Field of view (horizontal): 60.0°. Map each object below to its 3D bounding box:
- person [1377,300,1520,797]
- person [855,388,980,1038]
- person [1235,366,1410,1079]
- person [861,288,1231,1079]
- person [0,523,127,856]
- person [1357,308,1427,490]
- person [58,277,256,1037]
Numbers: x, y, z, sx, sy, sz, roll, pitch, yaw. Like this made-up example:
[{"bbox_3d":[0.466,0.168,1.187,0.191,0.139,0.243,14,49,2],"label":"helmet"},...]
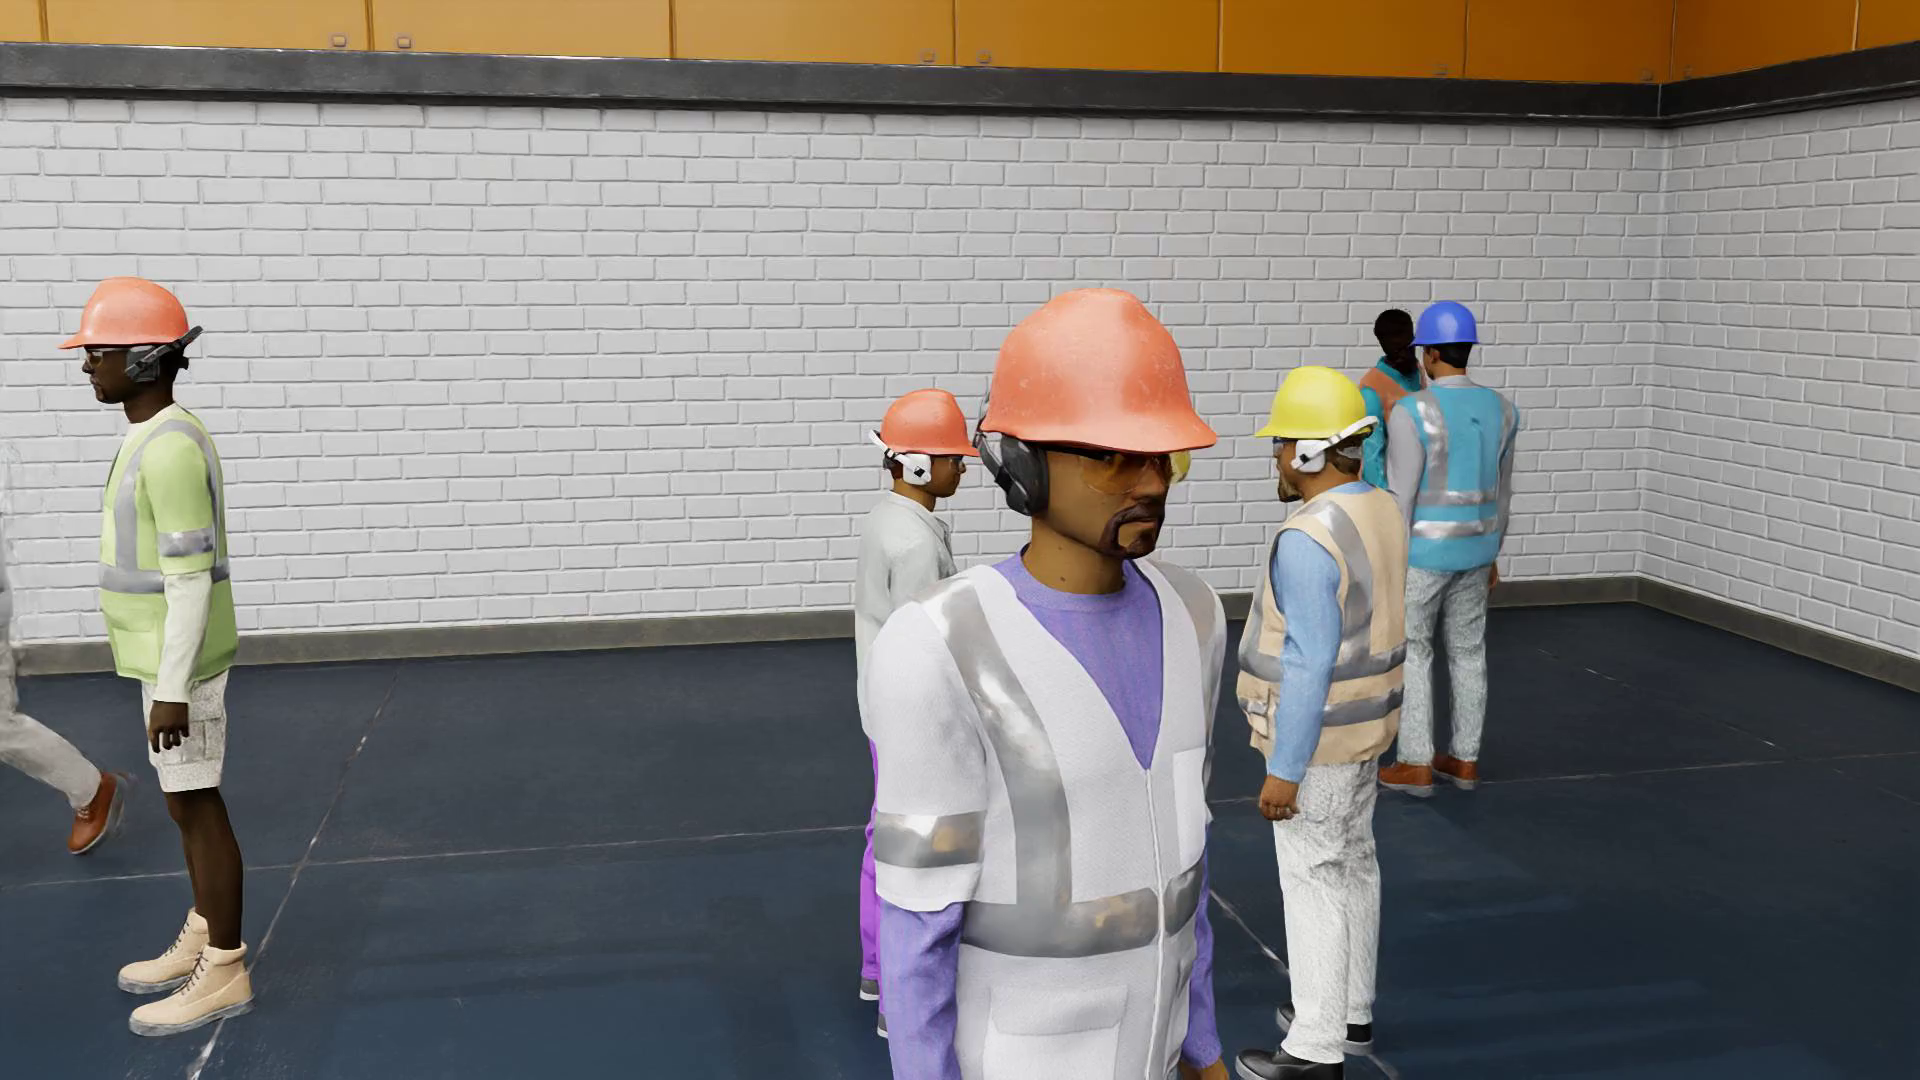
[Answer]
[{"bbox_3d":[1.891,0.040,6.527,0.622,1.946,0.403,-4,10,-25],"label":"person"},{"bbox_3d":[-0.106,0.464,4.523,0.343,1.749,0.573,-2,10,-11],"label":"person"},{"bbox_3d":[0.903,0.478,4.204,0.404,1.827,0.600,6,11,32],"label":"person"},{"bbox_3d":[0.161,0.695,2.236,0.607,2.044,0.371,-9,13,-43],"label":"person"},{"bbox_3d":[-3.294,0.223,5.521,0.596,1.915,0.857,4,10,25],"label":"person"},{"bbox_3d":[2.161,-0.233,8.440,0.378,1.875,0.701,7,11,35],"label":"person"},{"bbox_3d":[-2.174,0.317,4.537,0.376,2.045,0.605,-5,11,-29],"label":"person"}]
